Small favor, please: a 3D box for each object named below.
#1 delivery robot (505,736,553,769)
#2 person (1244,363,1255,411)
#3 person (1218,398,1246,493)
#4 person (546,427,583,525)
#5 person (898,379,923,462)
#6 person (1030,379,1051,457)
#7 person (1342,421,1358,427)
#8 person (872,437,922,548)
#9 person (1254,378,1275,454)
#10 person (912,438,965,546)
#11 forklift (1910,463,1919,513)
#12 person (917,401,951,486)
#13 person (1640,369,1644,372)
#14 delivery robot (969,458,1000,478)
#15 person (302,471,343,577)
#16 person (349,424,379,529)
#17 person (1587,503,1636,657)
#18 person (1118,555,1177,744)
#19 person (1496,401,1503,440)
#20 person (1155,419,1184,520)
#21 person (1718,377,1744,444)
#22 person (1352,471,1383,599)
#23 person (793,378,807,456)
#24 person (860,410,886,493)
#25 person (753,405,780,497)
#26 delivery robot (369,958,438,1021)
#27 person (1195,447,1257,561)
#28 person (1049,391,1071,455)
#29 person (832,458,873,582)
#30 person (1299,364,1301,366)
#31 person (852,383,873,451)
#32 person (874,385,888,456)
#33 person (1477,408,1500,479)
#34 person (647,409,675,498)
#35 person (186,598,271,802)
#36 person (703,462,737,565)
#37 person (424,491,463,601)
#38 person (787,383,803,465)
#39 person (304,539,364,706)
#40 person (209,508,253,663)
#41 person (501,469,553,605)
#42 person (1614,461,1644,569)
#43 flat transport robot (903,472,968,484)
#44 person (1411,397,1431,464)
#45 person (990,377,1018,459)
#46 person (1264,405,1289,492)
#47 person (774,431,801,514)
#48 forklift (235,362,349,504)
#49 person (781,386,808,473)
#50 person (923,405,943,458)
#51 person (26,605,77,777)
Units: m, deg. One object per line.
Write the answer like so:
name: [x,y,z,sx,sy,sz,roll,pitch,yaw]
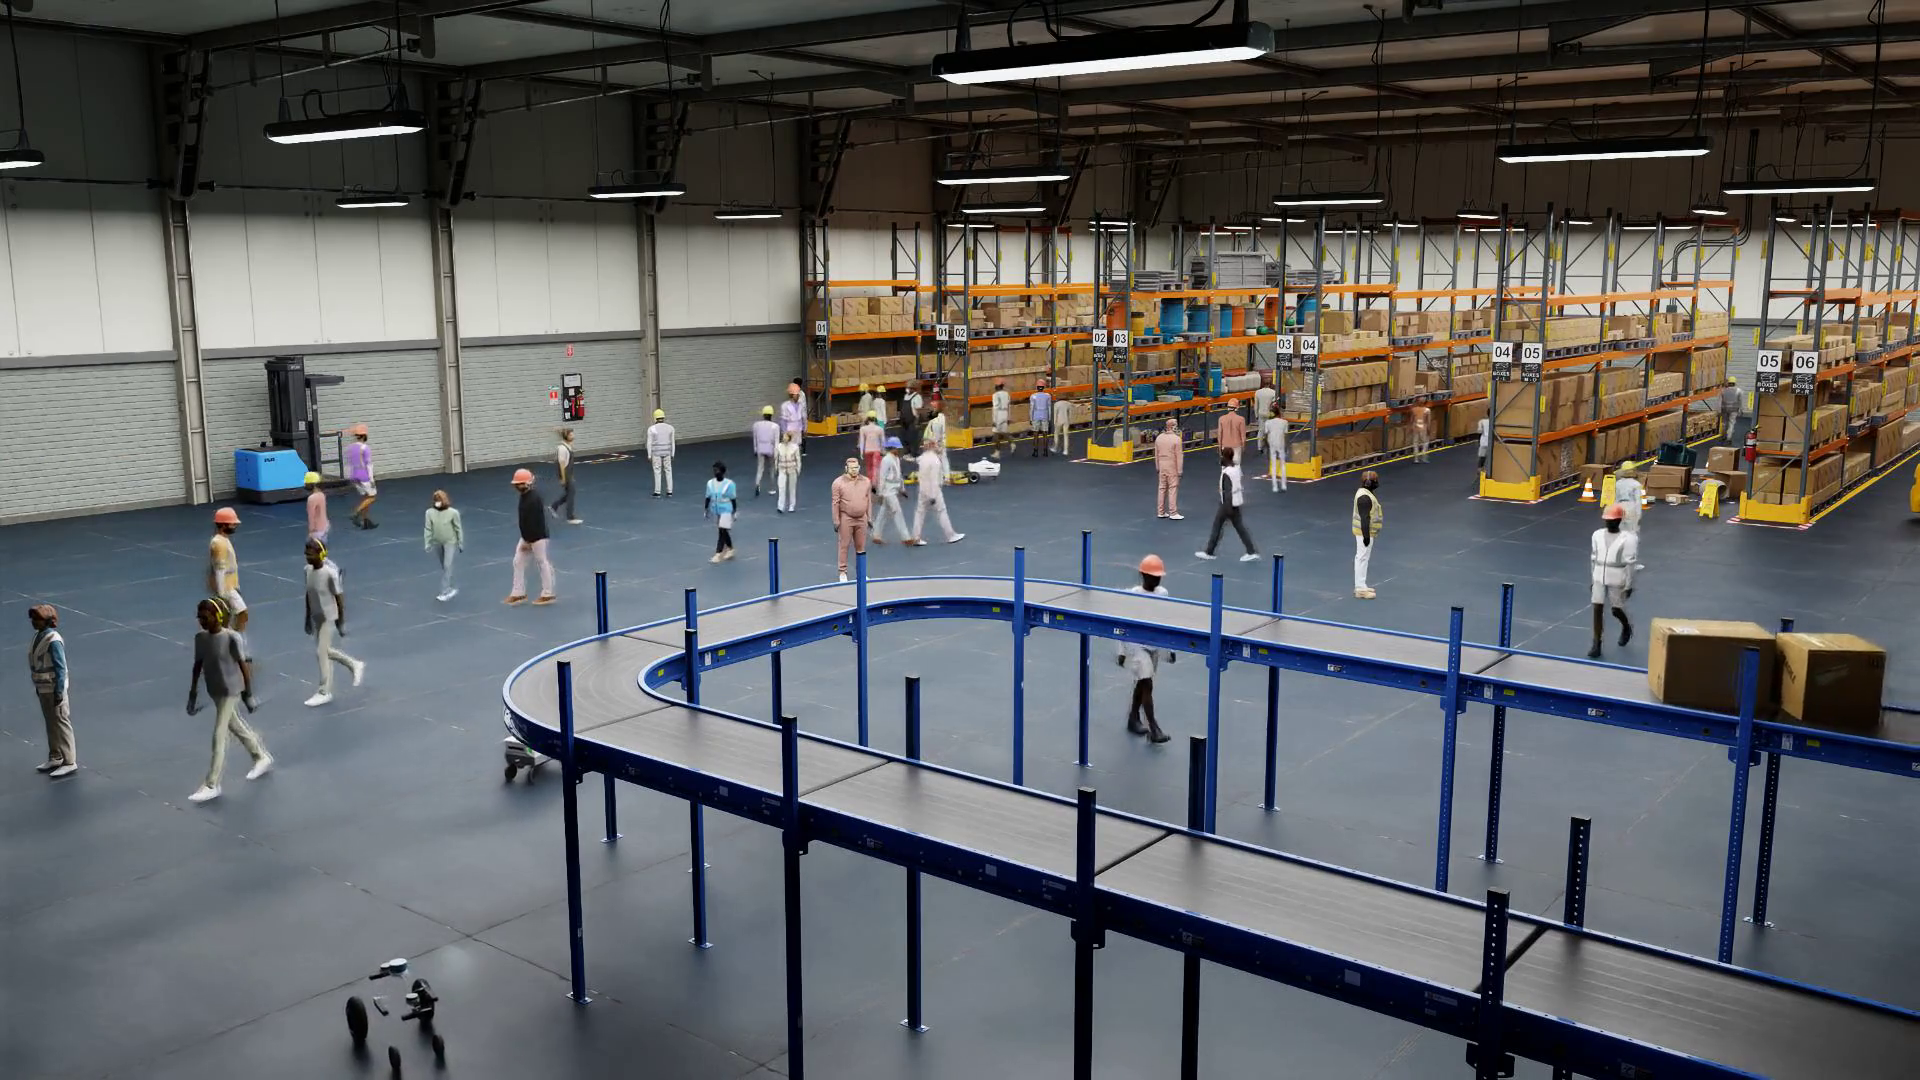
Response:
delivery robot: [-4.015,1.922,14.941,0.477,0.478,0.707,4,11,22]
person: [9.346,-4.899,50.323,0.533,1.676,0.578,4,11,22]
person: [5.758,-1.998,33.096,0.608,1.995,0.376,5,11,25]
person: [-7.374,-1.195,29.046,0.591,1.827,0.527,-1,10,-8]
person: [-1.229,-2.902,38.174,0.560,2.000,0.704,-7,12,-36]
person: [2.012,-3.066,39.268,0.551,1.936,0.357,-1,10,-8]
person: [11.659,-4.355,46.494,0.393,1.946,0.617,-4,11,-23]
person: [-1.100,-0.810,26.667,0.941,1.900,0.614,1,10,8]
person: [7.793,-3.157,39.795,0.628,1.935,0.373,6,12,31]
person: [-0.416,-0.832,26.930,0.999,1.855,0.648,-6,12,-30]
forklift: [19.034,-1.348,28.998,2.313,2.155,1.214,8,13,37]
person: [-0.582,-2.115,34.153,0.875,1.847,0.627,5,11,28]
person: [19.044,-3.865,43.942,0.602,1.872,0.413,7,12,36]
delivery robot: [0.542,-1.583,34.670,0.707,0.478,0.477,0,10,0]
person: [-9.558,-0.154,23.376,0.485,1.752,0.543,-1,10,-5]
person: [-10.887,-1.138,28.454,0.571,1.925,0.545,7,12,35]
person: [8.116,0.472,19.430,0.796,1.916,0.548,-9,14,-42]
person: [1.970,1.106,15.883,0.578,1.897,0.914,-7,12,-34]
person: [12.591,-2.532,36.257,0.636,1.939,0.365,6,12,32]
person: [3.997,-1.347,29.681,0.399,1.908,0.643,-8,13,-38]
person: [20.743,-3.489,42.107,0.604,1.783,0.948,7,12,34]
person: [5.935,-0.094,22.810,0.429,1.845,0.621,2,10,14]
person: [-4.042,-3.113,39.450,0.372,1.966,0.603,-2,10,-10]
person: [-1.854,-1.878,33.178,0.534,1.732,0.855,0,10,0]
person: [-4.037,-1.847,32.519,0.602,1.904,0.794,2,10,10]
delivery robot: [-3.482,2.722,9.706,0.335,0.223,0.698,-7,12,-36]
person: [4.406,-0.588,25.540,1.024,1.874,0.585,6,12,30]
person: [2.561,-2.981,39.737,0.530,1.588,0.834,-4,11,-21]
person: [-1.622,-0.305,23.816,0.653,1.906,0.405,-5,11,-27]
person: [11.394,-5.200,51.649,0.578,1.815,0.900,9,13,41]
person: [-2.361,-3.175,40.324,0.795,1.791,0.614,0,10,-1]
person: [-1.991,-3.008,39.428,0.322,1.767,0.530,-6,12,-29]
person: [11.730,-2.125,34.688,0.543,1.679,0.478,6,12,32]
person: [-6.198,-1.796,32.421,0.591,1.832,0.403,-6,12,-31]
person: [-6.786,1.414,14.439,0.512,1.820,1.027,4,11,22]
person: [-3.887,-0.455,25.384,0.548,1.645,0.887,5,11,27]
person: [-7.446,0.087,22.498,0.498,1.586,0.853,1,10,8]
person: [-3.933,-2.746,37.307,0.379,1.994,0.611,0,10,0]
person: [-7.016,0.863,17.416,0.528,1.847,0.778,6,12,32]
person: [-8.789,0.561,18.897,0.566,1.916,0.588,-4,11,-23]
person: [-6.158,-0.024,22.069,0.844,1.957,0.607,-9,13,-40]
person: [10.633,-0.398,24.904,0.352,1.709,0.564,-6,12,-30]
flat transport robot: [-0.540,-1.390,34.646,1.431,0.197,0.652,0,10,0]
person: [11.128,-2.650,37.787,0.532,1.632,0.403,8,13,37]
person: [1.063,-3.022,38.793,0.649,2.028,0.616,9,13,40]
person: [6.722,-1.938,33.204,0.527,1.839,0.616,2,10,13]
person: [-3.353,-1.309,30.311,0.541,1.591,0.831,1,10,5]
forklift: [-13.803,-2.244,32.110,1.129,2.768,1.873,8,13,37]
person: [-3.758,-2.522,35.939,0.635,2.029,0.524,-9,13,-40]
person: [-0.569,-1.934,33.159,0.429,1.846,0.626,-1,10,-3]
person: [-8.641,1.417,14.867,0.523,1.641,0.306,8,13,40]
